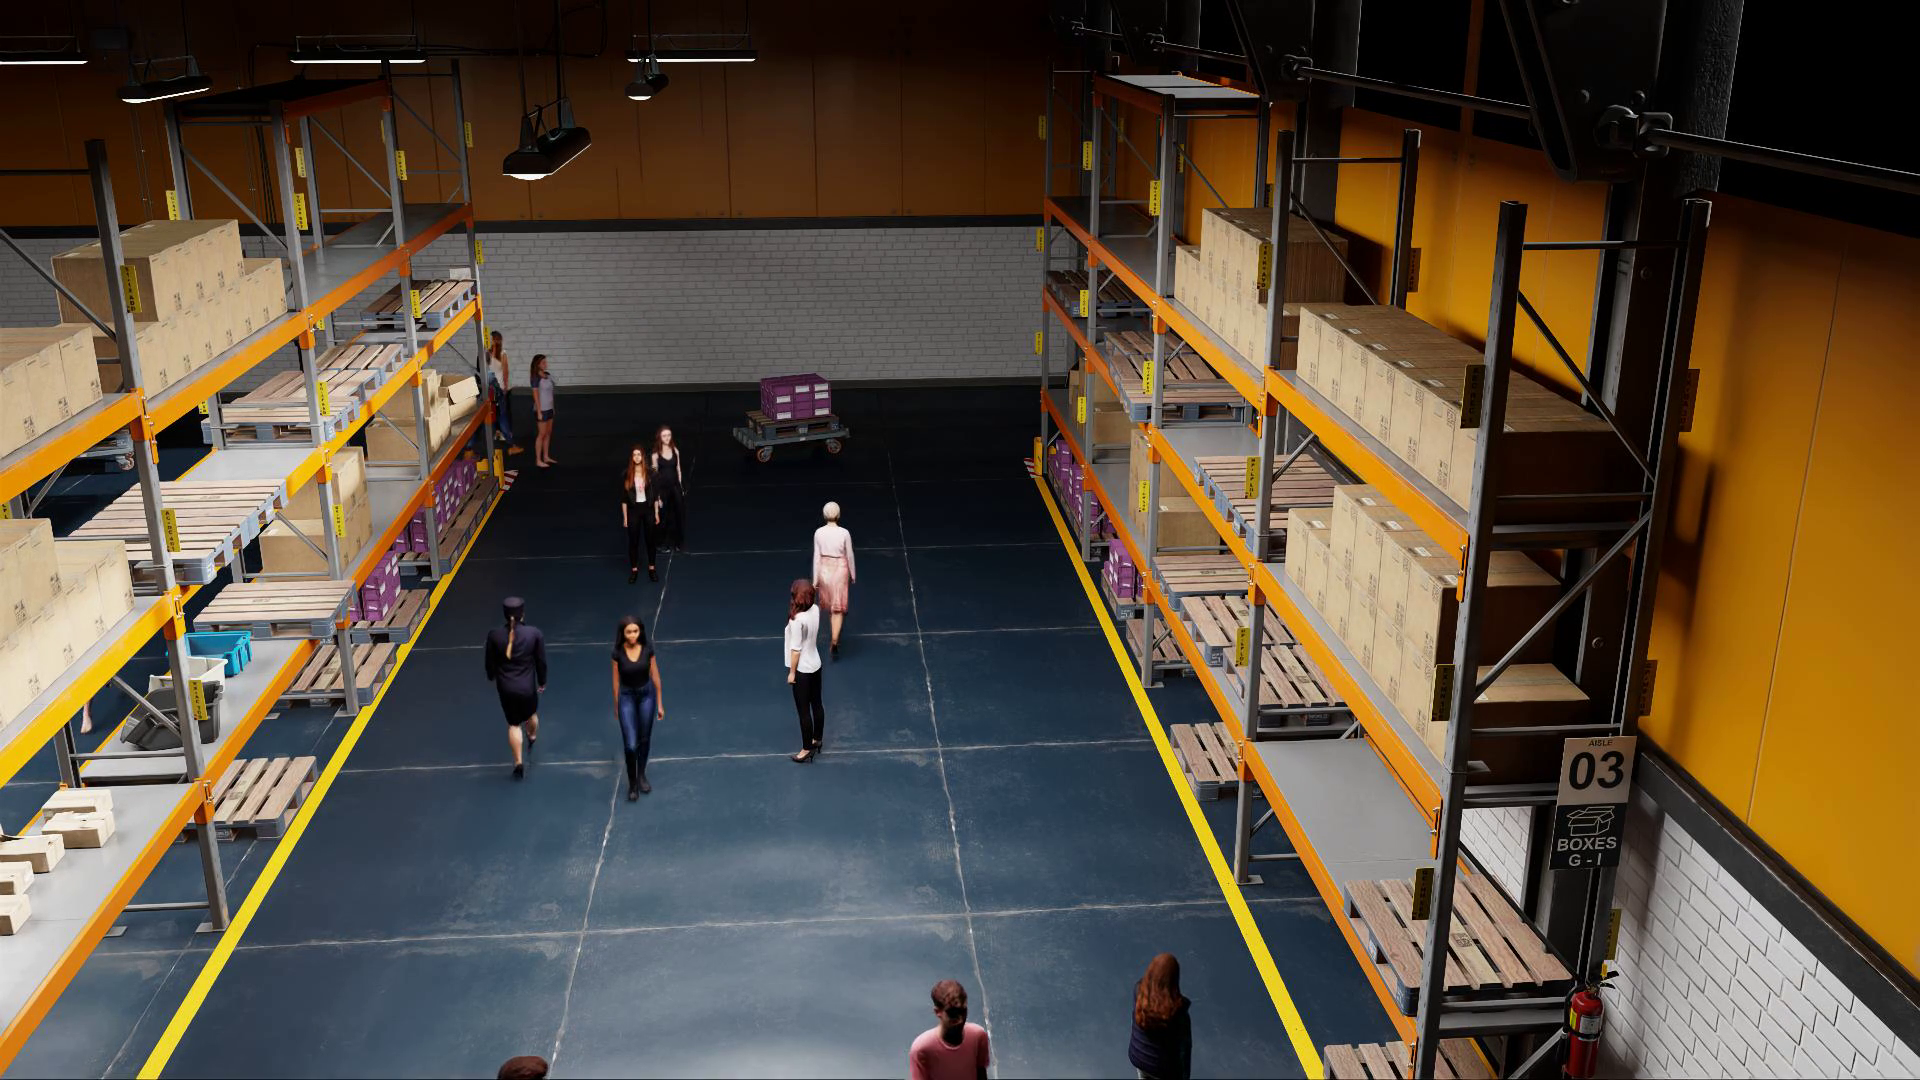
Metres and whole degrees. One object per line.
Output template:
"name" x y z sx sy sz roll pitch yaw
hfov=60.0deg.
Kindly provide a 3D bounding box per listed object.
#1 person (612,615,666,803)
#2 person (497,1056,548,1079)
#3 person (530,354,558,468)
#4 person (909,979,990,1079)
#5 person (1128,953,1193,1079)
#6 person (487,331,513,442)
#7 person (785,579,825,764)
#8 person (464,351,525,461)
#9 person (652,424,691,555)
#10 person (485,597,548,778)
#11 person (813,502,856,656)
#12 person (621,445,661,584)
"person" -2.922 1.444 14.950 0.670 1.722 0.763 -8 20 -22
"person" -2.249 3.499 8.601 0.773 1.881 0.622 -5 19 -15
"person" -6.287 -1.961 25.056 0.734 1.726 0.606 6 19 17
"person" -0.121 3.264 9.271 0.923 1.898 1.324 -8 20 -22
"person" 1.216 3.182 10.137 0.683 1.500 0.748 17 25 41
"person" -7.253 -2.451 26.439 0.757 1.773 0.796 9 21 25
"person" -1.432 1.211 15.530 0.745 1.795 0.615 8 20 22
"person" -7.243 -1.992 25.247 1.185 1.662 1.190 17 25 41
"person" -3.784 -0.658 21.195 0.865 1.720 0.939 -14 23 -35
"person" -4.074 1.386 15.265 0.830 1.632 1.105 -5 19 -15
"person" -1.369 0.448 18.016 0.737 1.653 1.124 2 19 6
"person" -3.883 -0.340 20.263 0.610 1.712 0.549 -3 19 -10
